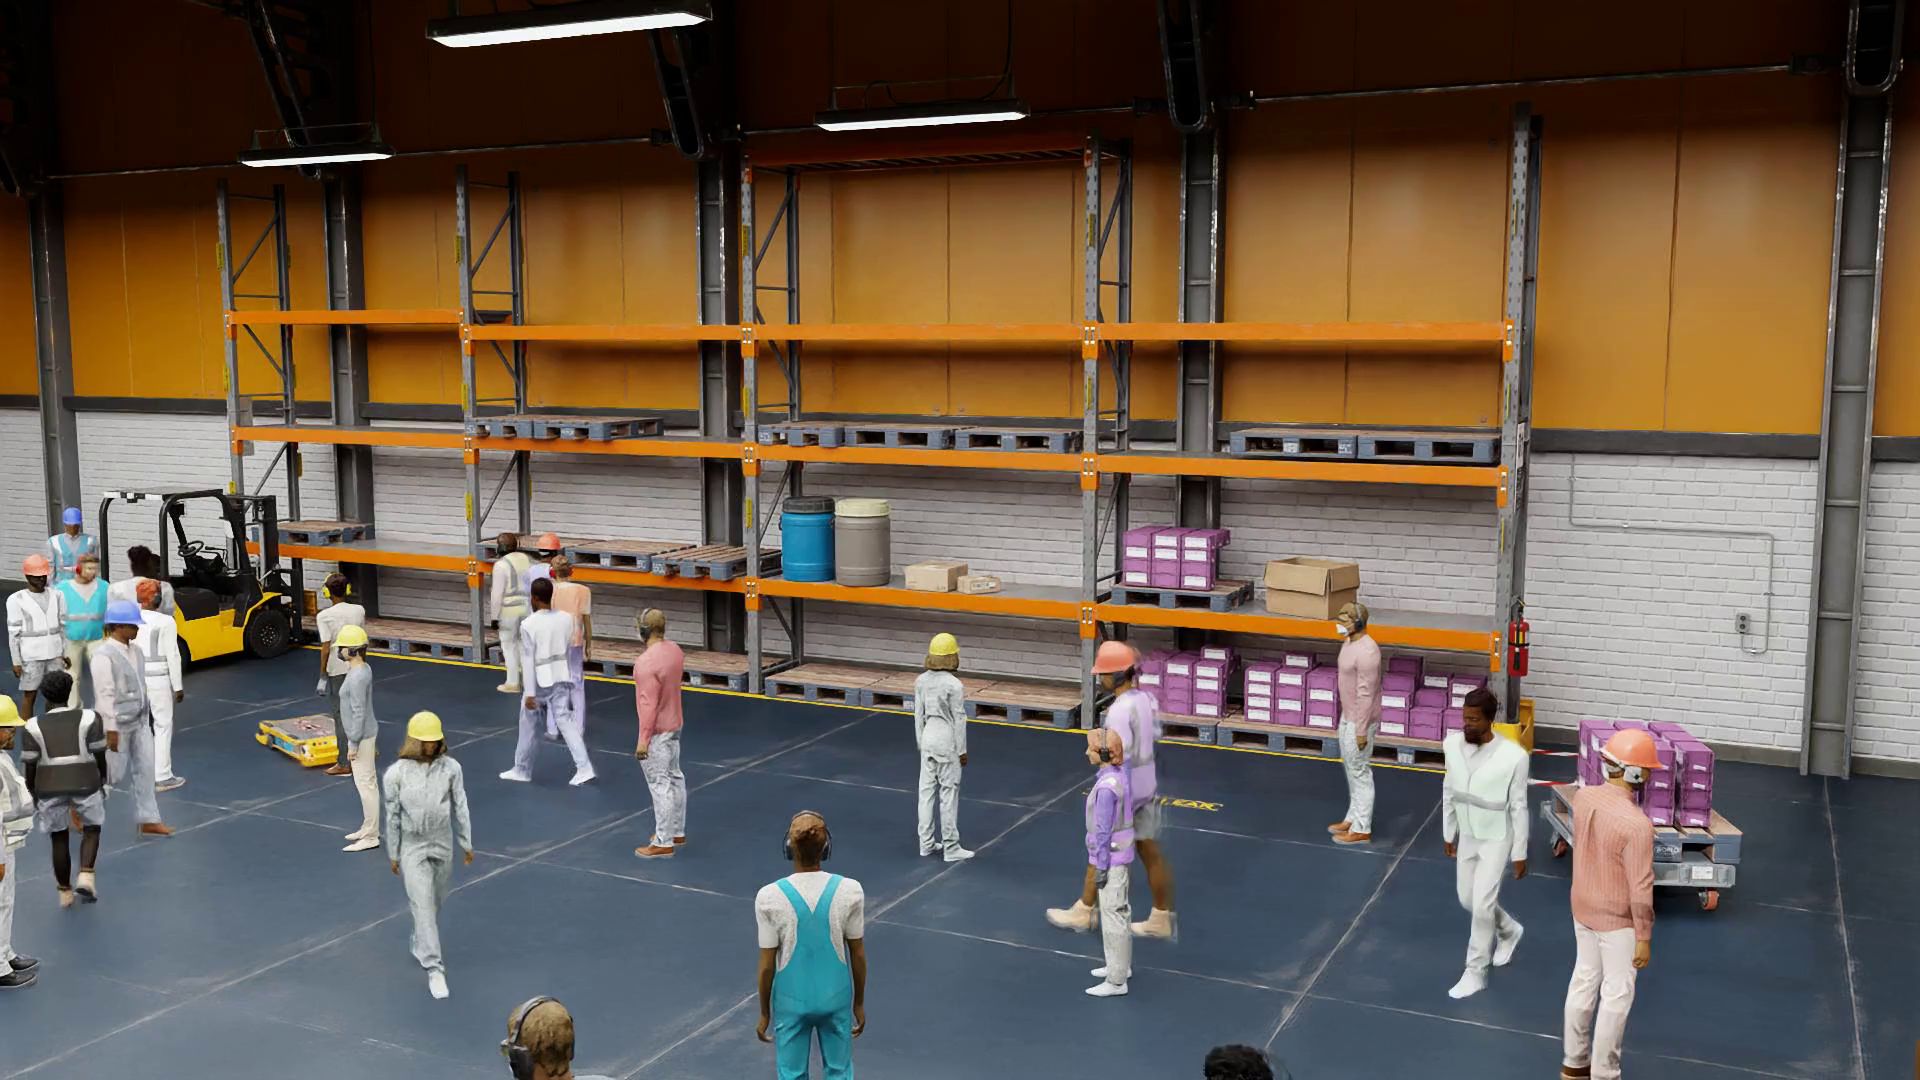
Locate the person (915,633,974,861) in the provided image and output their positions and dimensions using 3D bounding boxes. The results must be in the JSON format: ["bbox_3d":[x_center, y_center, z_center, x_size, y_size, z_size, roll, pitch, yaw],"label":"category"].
[{"bbox_3d":[-0.129,1.576,12.749,0.483,1.745,0.302,6,9,42],"label":"person"}]

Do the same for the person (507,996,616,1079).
[{"bbox_3d":[-1.283,2.391,5.274,0.372,1.930,0.637,4,8,28],"label":"person"}]

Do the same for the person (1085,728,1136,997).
[{"bbox_3d":[0.911,1.949,10.145,0.318,1.631,0.514,1,7,11],"label":"person"}]

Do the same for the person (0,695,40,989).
[{"bbox_3d":[-5.904,1.849,10.210,0.403,1.817,0.601,-4,8,-29],"label":"person"}]

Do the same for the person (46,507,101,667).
[{"bbox_3d":[-10.784,0.566,20.265,0.602,1.947,0.391,-5,8,-34],"label":"person"}]

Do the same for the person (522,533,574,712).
[{"bbox_3d":[-4.365,0.888,17.695,0.544,1.928,0.370,2,7,18],"label":"person"}]

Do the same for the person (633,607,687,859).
[{"bbox_3d":[-2.316,1.475,12.792,0.362,1.936,0.631,2,7,14],"label":"person"}]

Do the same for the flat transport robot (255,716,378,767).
[{"bbox_3d":[-6.217,1.909,16.033,0.652,0.197,1.431,-6,9,-41],"label":"flat transport robot"}]

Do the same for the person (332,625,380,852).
[{"bbox_3d":[-4.705,1.537,12.983,0.313,1.769,0.523,-2,7,-15],"label":"person"}]

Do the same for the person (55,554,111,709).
[{"bbox_3d":[-8.850,1.050,16.835,0.607,1.799,0.872,-6,9,-42],"label":"person"}]

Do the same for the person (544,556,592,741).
[{"bbox_3d":[-3.927,1.076,16.512,0.562,1.838,0.387,-3,8,-25],"label":"person"}]

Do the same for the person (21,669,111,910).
[{"bbox_3d":[-6.239,1.743,11.616,0.543,1.672,0.432,-3,7,-21],"label":"person"}]

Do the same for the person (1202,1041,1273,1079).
[{"bbox_3d":[0.976,2.490,5.483,0.425,1.678,0.537,6,9,39],"label":"person"}]

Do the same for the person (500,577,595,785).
[{"bbox_3d":[-3.678,1.258,14.843,0.960,1.880,0.598,5,8,35],"label":"person"}]

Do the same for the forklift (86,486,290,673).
[{"bbox_3d":[-9.426,0.454,20.179,1.214,2.155,2.313,3,8,26],"label":"forklift"}]

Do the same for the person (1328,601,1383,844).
[{"bbox_3d":[3.141,1.434,13.163,0.381,1.932,0.628,0,7,2],"label":"person"}]

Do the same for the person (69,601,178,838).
[{"bbox_3d":[-6.674,1.434,13.163,0.774,1.928,0.617,1,7,7],"label":"person"}]

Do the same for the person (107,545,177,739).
[{"bbox_3d":[-8.196,1.010,16.674,0.626,1.919,0.975,-3,8,-27],"label":"person"}]

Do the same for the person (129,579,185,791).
[{"bbox_3d":[-7.153,1.277,14.700,0.578,1.876,0.355,2,7,14],"label":"person"}]

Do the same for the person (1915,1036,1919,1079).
[{"bbox_3d":[5.036,2.035,8.232,0.388,1.926,0.541,-3,8,-25],"label":"person"}]

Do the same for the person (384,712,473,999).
[{"bbox_3d":[-3.293,1.892,10.315,0.498,1.703,0.813,-6,9,-40],"label":"person"}]

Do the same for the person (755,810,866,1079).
[{"bbox_3d":[-0.683,2.144,7.639,0.504,1.847,0.344,-1,7,-12],"label":"person"}]

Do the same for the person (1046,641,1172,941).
[{"bbox_3d":[0.995,1.655,11.052,0.967,1.994,0.649,3,8,26],"label":"person"}]

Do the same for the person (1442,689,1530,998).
[{"bbox_3d":[3.264,1.817,10.231,0.757,1.885,0.604,-5,8,-35],"label":"person"}]

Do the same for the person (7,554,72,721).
[{"bbox_3d":[-8.781,1.097,15.913,0.365,1.935,0.552,4,8,31],"label":"person"}]

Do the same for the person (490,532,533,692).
[{"bbox_3d":[-5.055,0.815,18.705,0.436,1.824,0.640,2,7,18],"label":"person"}]

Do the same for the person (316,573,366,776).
[{"bbox_3d":[-5.644,1.227,15.181,0.331,1.857,0.513,4,8,31],"label":"person"}]

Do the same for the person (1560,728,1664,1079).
[{"bbox_3d":[3.415,1.953,8.675,0.409,1.982,0.626,-2,7,-13],"label":"person"}]
